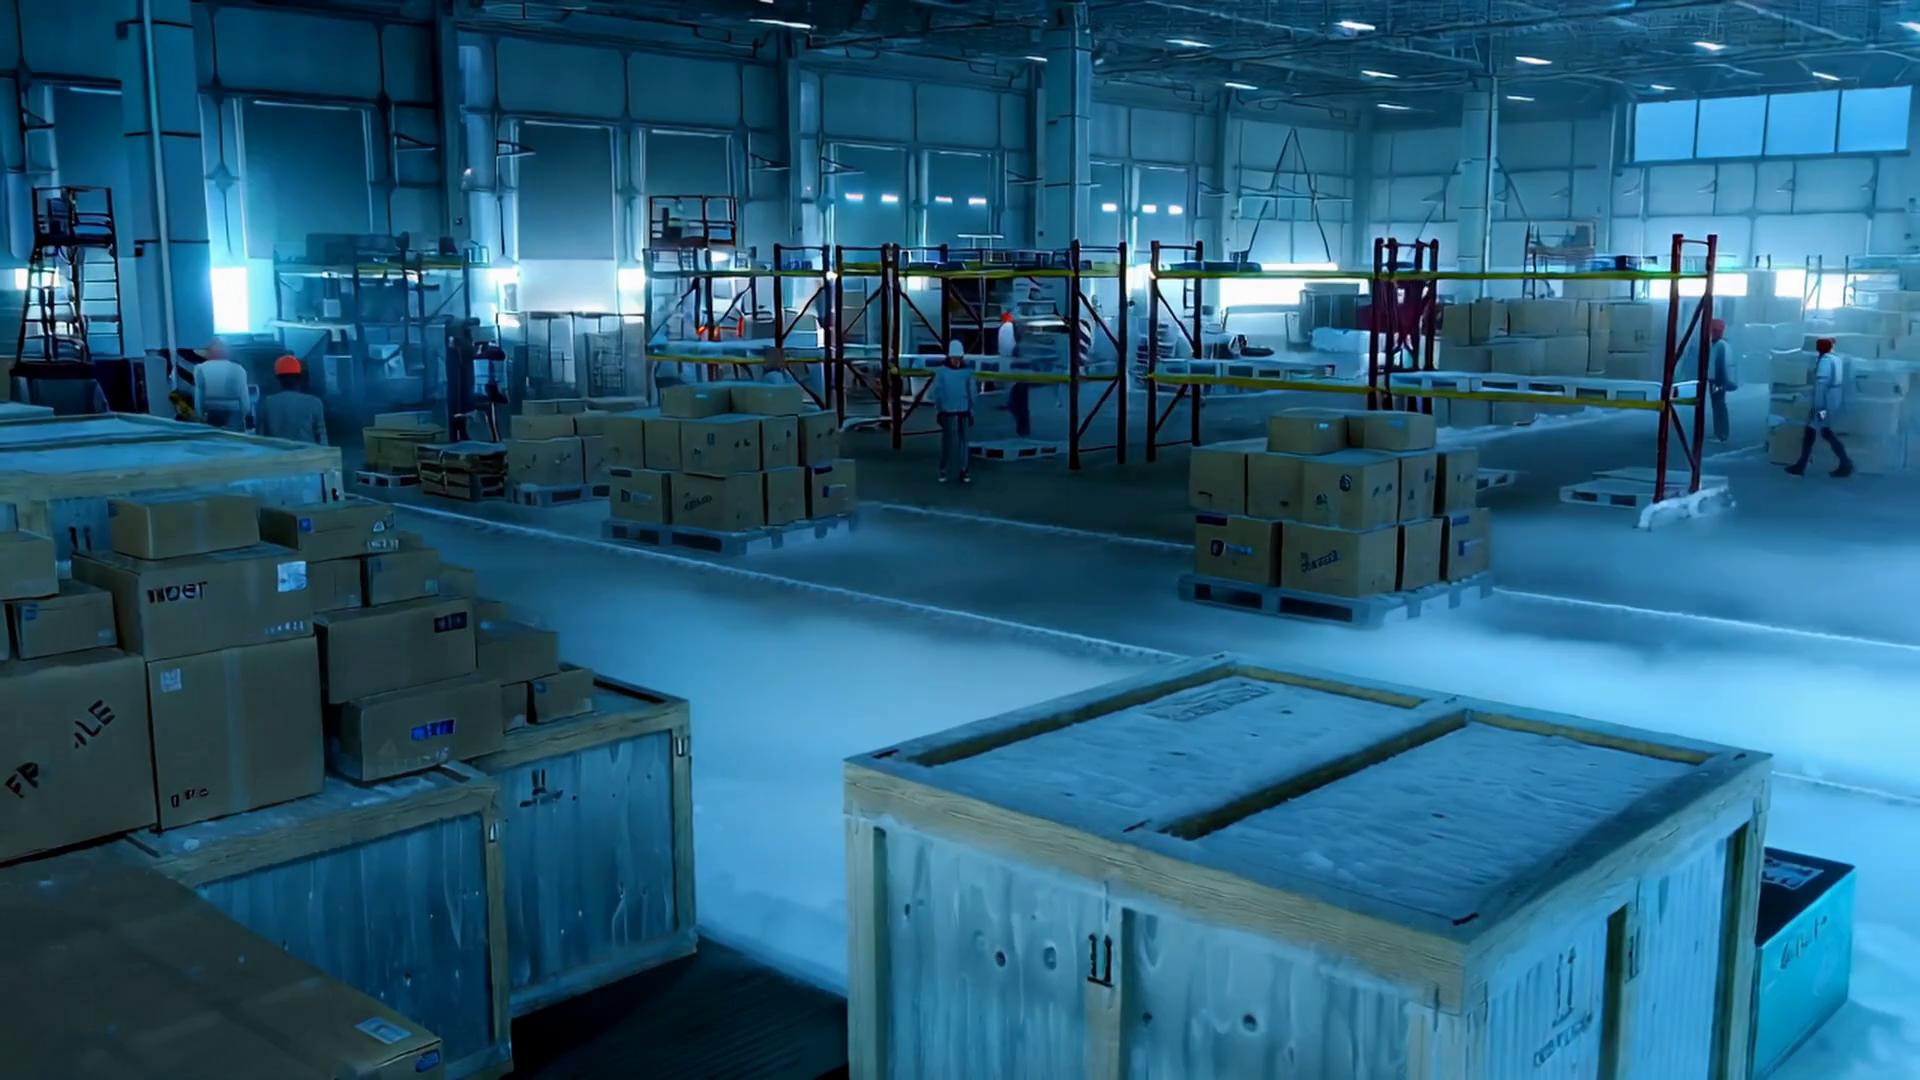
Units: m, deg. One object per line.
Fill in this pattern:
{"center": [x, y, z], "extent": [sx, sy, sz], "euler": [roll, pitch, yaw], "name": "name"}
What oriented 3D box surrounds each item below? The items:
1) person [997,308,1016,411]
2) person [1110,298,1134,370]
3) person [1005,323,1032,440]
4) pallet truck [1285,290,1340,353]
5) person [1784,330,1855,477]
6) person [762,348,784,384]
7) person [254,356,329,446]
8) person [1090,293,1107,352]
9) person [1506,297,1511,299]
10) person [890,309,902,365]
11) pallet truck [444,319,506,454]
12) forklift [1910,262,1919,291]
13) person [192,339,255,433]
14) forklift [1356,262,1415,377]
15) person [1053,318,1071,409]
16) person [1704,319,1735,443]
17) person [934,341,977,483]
{"center": [0.883, -3.373, 31.109], "extent": [0.351, 1.936, 0.634], "euler": [2, 9, 10], "name": "person"}
{"center": [4.305, -5.361, 43.438], "extent": [0.821, 1.891, 0.639], "euler": [-1, 9, -3], "name": "person"}
{"center": [0.874, -2.449, 25.805], "extent": [0.564, 1.829, 0.509], "euler": [0, 9, 0], "name": "person"}
{"center": [11.297, -6.951, 52.861], "extent": [1.885, 1.965, 0.823], "euler": [-5, 11, -29], "name": "pallet truck"}
{"center": [11.108, -1.738, 21.298], "extent": [0.619, 1.881, 0.802], "euler": [-8, 12, -42], "name": "person"}
{"center": [-2.286, -1.503, 20.399], "extent": [0.319, 1.697, 0.537], "euler": [1, 9, 7], "name": "person"}
{"center": [-5.730, -0.623, 14.325], "extent": [0.605, 1.912, 0.405], "euler": [-1, 9, -5], "name": "person"}
{"center": [4.245, -6.630, 51.127], "extent": [0.544, 1.928, 0.393], "euler": [-1, 9, -5], "name": "person"}
{"center": [15.598, -6.049, 47.811], "extent": [0.746, 1.876, 0.629], "euler": [0, 9, 3], "name": "person"}
{"center": [-1.664, -5.231, 43.441], "extent": [0.313, 1.631, 0.517], "euler": [2, 9, 12], "name": "person"}
{"center": [-6.981, -1.942, 22.150], "extent": [1.885, 1.965, 0.823], "euler": [1, 9, 9], "name": "pallet truck"}
{"center": [23.822, -5.449, 40.955], "extent": [1.129, 2.768, 1.873], "euler": [-2, 9, -13], "name": "forklift"}
{"center": [-8.745, -1.476, 19.825], "extent": [0.629, 1.828, 0.450], "euler": [1, 9, 3], "name": "person"}
{"center": [10.597, -5.399, 40.648], "extent": [1.129, 2.768, 1.873], "euler": [7, 12, 38], "name": "forklift"}
{"center": [1.986, -3.323, 31.421], "extent": [0.485, 1.737, 0.320], "euler": [2, 9, 12], "name": "person"}
{"center": [11.611, -2.424, 25.409], "extent": [0.422, 1.902, 0.592], "euler": [4, 10, 25], "name": "person"}
{"center": [-0.055, -1.588, 20.677], "extent": [0.533, 1.771, 0.301], "euler": [-1, 9, -5], "name": "person"}
